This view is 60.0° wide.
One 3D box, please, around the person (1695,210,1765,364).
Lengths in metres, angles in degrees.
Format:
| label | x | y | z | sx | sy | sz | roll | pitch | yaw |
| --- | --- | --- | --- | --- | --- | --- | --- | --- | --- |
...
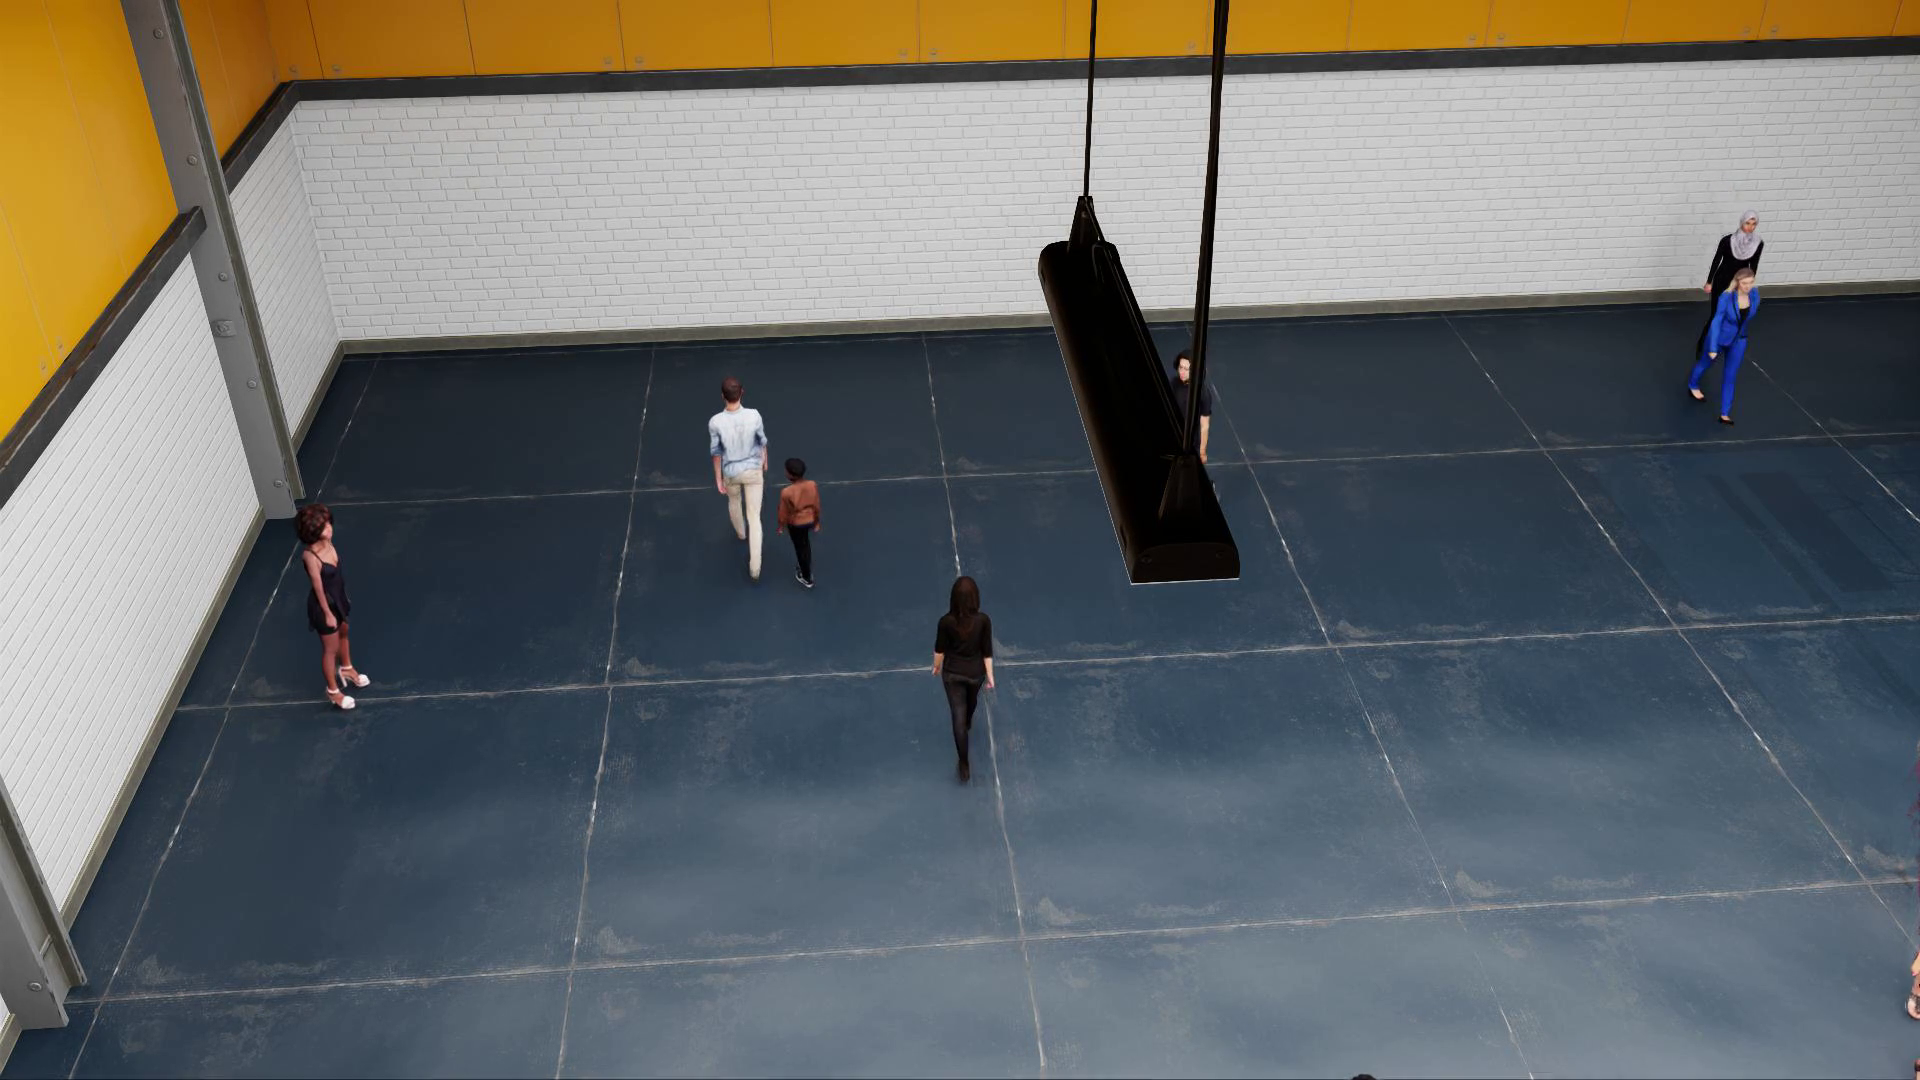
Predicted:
| label | x | y | z | sx | sy | sz | roll | pitch | yaw |
| --- | --- | --- | --- | --- | --- | --- | --- | --- | --- |
| person | 8.174 | -2.730 | 17.760 | 0.633 | 1.766 | 0.659 | 2 | 34 | 3 |

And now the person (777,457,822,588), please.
| label | x | y | z | sx | sy | sz | roll | pitch | yaw |
| --- | --- | --- | --- | --- | --- | --- | --- | --- | --- |
| person | -1.343 | -0.125 | 14.313 | 0.633 | 1.244 | 0.684 | -23 | 40 | -31 |

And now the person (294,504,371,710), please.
| label | x | y | z | sx | sy | sz | roll | pitch | yaw |
| --- | --- | --- | --- | --- | --- | --- | --- | --- | --- |
| person | -4.889 | 0.507 | 12.874 | 0.653 | 1.784 | 0.546 | 2 | 34 | 4 |

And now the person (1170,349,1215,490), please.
| label | x | y | z | sx | sy | sz | roll | pitch | yaw |
| --- | --- | --- | --- | --- | --- | --- | --- | --- | --- |
| person | 2.086 | -0.934 | 15.018 | 0.955 | 1.811 | 0.993 | 29 | 43 | 36 |

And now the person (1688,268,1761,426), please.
| label | x | y | z | sx | sy | sz | roll | pitch | yaw |
| --- | --- | --- | --- | --- | --- | --- | --- | --- | --- |
| person | 7.702 | -2.033 | 16.830 | 0.630 | 1.635 | 1.119 | -6 | 34 | -9 |

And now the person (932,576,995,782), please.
| label | x | y | z | sx | sy | sz | roll | pitch | yaw |
| --- | --- | --- | --- | --- | --- | --- | --- | --- | --- |
| person | 0.032 | 1.040 | 12.237 | 0.598 | 1.602 | 1.039 | -3 | 34 | -5 |

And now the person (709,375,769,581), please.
| label | x | y | z | sx | sy | sz | roll | pitch | yaw |
| --- | --- | --- | --- | --- | --- | --- | --- | --- | --- |
| person | -1.873 | -0.520 | 14.402 | 0.640 | 1.804 | 1.198 | -3 | 34 | -4 |
